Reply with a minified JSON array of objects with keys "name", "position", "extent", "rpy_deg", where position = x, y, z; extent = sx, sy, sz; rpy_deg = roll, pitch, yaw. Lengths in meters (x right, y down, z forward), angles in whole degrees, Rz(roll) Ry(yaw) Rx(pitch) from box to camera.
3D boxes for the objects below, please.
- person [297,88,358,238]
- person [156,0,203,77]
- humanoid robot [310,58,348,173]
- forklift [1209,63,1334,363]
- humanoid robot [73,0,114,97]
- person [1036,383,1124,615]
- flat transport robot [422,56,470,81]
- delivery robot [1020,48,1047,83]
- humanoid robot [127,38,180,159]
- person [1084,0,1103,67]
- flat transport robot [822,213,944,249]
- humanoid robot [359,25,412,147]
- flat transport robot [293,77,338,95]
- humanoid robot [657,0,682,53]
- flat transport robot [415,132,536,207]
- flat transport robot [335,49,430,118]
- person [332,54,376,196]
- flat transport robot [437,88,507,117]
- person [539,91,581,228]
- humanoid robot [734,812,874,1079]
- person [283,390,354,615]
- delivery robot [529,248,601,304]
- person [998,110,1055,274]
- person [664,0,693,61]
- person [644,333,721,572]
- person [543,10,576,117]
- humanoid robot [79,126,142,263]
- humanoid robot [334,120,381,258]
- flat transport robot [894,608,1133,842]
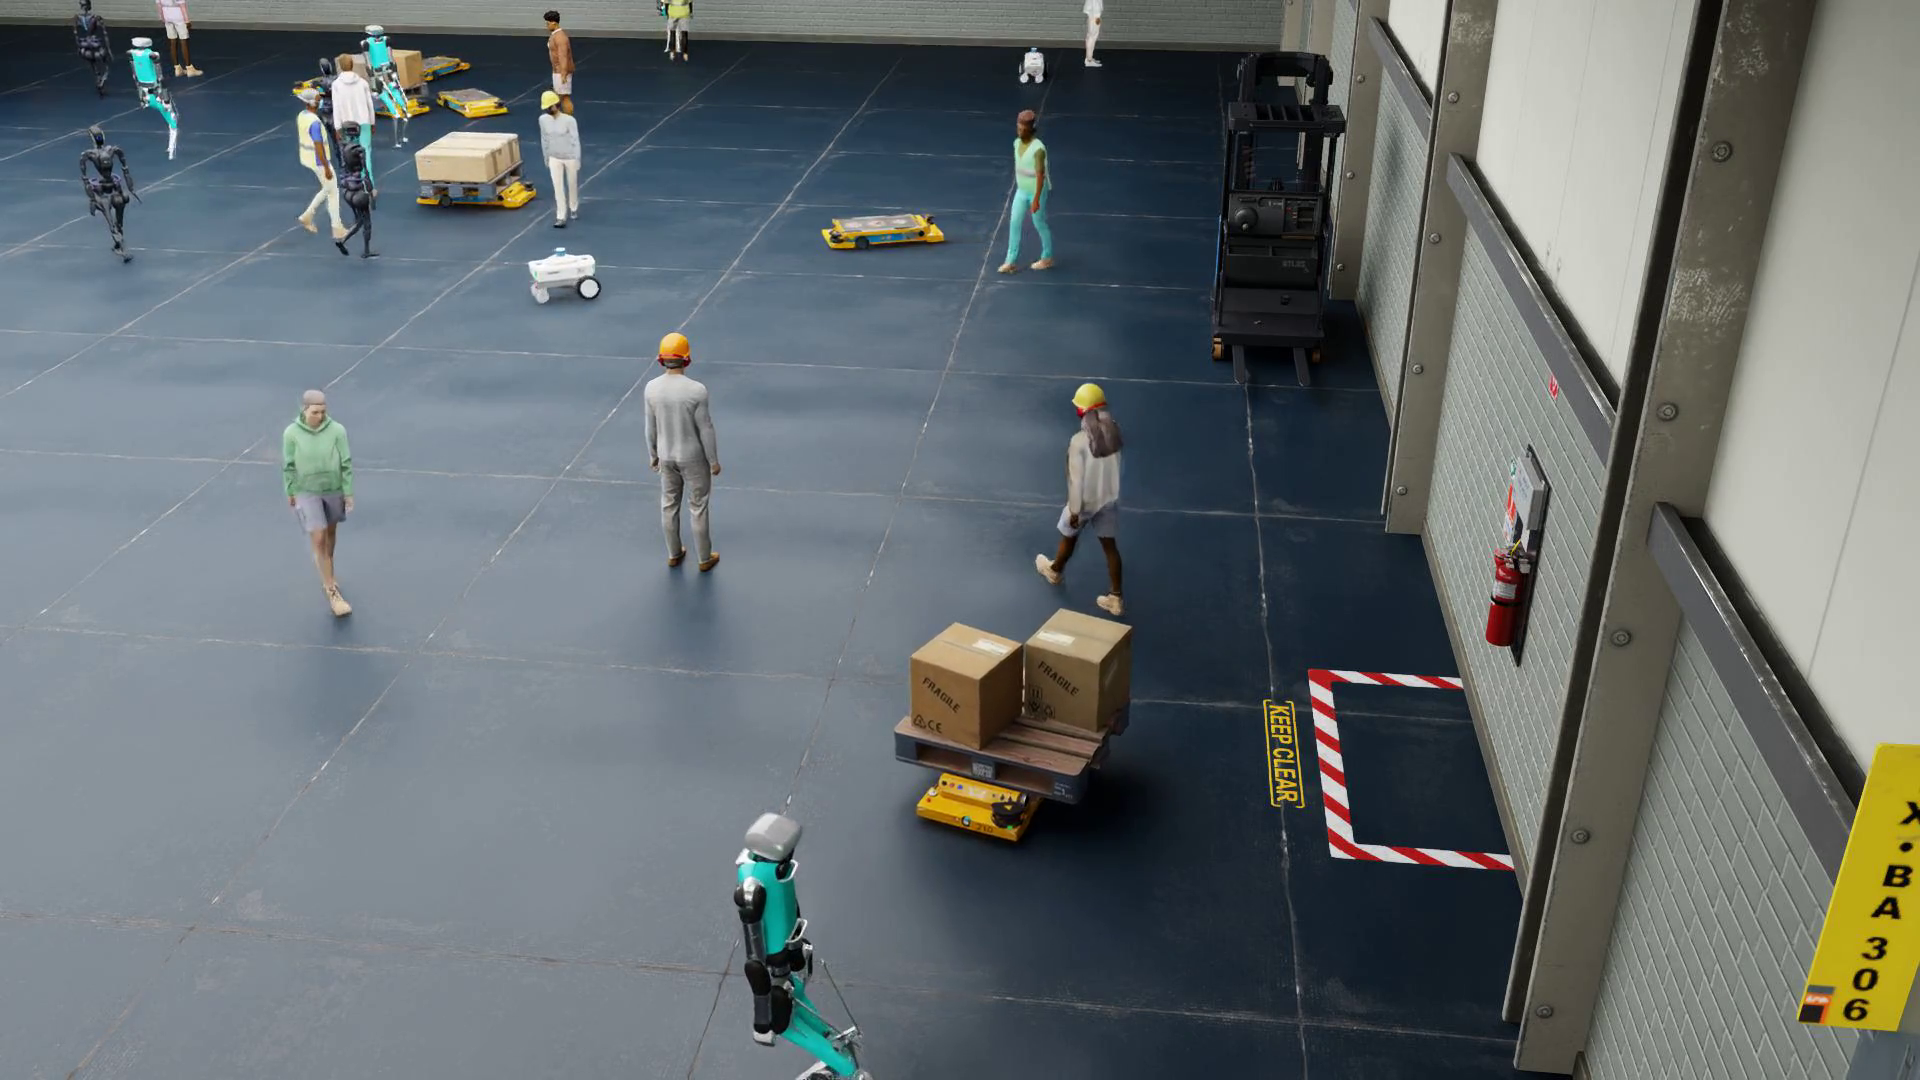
[{"name":"person","position":[-7.965,-4.658,20.645],"extent":[0.570,1.875,0.562],"rpy_deg":[-19,32,-33]},{"name":"person","position":[-14.088,-9.372,29.880],"extent":[0.605,2.037,0.379],"rpy_deg":[9,28,17]},{"name":"humanoid robot","position":[-8.864,-6.033,23.615],"extent":[0.588,1.634,0.421],"rpy_deg":[-16,31,-29]},{"name":"forklift","position":[3.241,-3.477,17.183],"extent":[1.129,2.768,1.873],"rpy_deg":[3,27,6]},{"name":"humanoid robot","position":[-14.769,-8.349,28.249],"extent":[0.603,1.644,0.521],"rpy_deg":[0,27,0]},{"name":"person","position":[0.950,-0.343,12.209],"extent":[0.555,1.707,0.941],"rpy_deg":[-16,31,-29]},{"name":"flat transport robot","position":[-9.605,-8.556,30.220],"extent":[0.659,0.231,1.431],"rpy_deg":[9,28,17]},{"name":"delivery robot","position":[1.315,-8.516,29.836],"extent":[0.519,0.609,0.780],"rpy_deg":[1,27,1]},{"name":"humanoid robot","position":[-11.761,-6.523,24.586],"extent":[0.551,1.831,0.759],"rpy_deg":[8,28,16]},{"name":"person","position":[2.476,-9.739,30.797],"extent":[0.380,1.870,0.498],"rpy_deg":[-1,27,-1]},{"name":"flat transport robot","position":[-0.975,-3.870,20.865],"extent":[1.431,0.231,0.659],"rpy_deg":[-6,27,-13]},{"name":"humanoid robot","position":[-8.562,-6.842,25.188],"extent":[0.797,1.799,0.531],"rpy_deg":[15,31,28]},{"name":"flat transport robot","position":[-10.719,-7.819,28.748],"extent":[1.431,0.231,0.659],"rpy_deg":[8,28,15]},{"name":"humanoid robot","position":[-5.519,-10.252,31.973],"extent":[0.604,1.783,0.812],"rpy_deg":[4,27,8]},{"name":"flat transport robot","position":[-6.544,-4.694,22.509],"extent":[1.431,0.231,0.659],"rpy_deg":[3,27,6]},{"name":"flat transport robot","position":[-9.526,-7.194,27.499],"extent":[1.431,0.231,0.659],"rpy_deg":[15,30,27]},{"name":"person","position":[-8.246,-5.660,22.678],"extent":[0.545,1.866,0.968],"rpy_deg":[-8,28,-15]},{"name":"flat transport robot","position":[-8.130,-7.272,27.656],"extent":[0.659,0.231,1.431],"rpy_deg":[-18,32,-32]},{"name":"person","position":[-5.089,-4.869,21.243],"extent":[0.542,1.702,0.866],"rpy_deg":[1,27,2]},{"name":"humanoid robot","position":[-0.612,2.038,7.452],"extent":[0.877,1.782,0.556],"rpy_deg":[6,27,11]},{"name":"person","position":[-4.648,-0.302,12.152],"extent":[0.471,1.680,0.843],"rpy_deg":[-16,31,-28]},{"name":"delivery robot","position":[-4.473,-3.009,18.813],"extent":[0.764,0.582,0.499],"rpy_deg":[-11,29,-21]},{"name":"person","position":[0.790,-4.038,19.341],"extent":[0.951,1.931,0.512],"rpy_deg":[-23,35,-38]},{"name":"person","position":[-5.270,-9.862,31.238],"extent":[0.551,1.697,0.382],"rpy_deg":[-3,27,-6]},{"name":"person","position":[-2.106,-0.658,12.649],"extent":[0.569,1.889,0.389],"rpy_deg":[7,27,13]},{"name":"person","position":[-6.224,-7.338,26.031],"extent":[0.410,1.843,0.798],"rpy_deg":[-11,28,-20]},{"name":"humanoid robot","position":[-10.162,-4.158,19.927],"extent":[0.812,1.621,0.605],"rpy_deg":[22,34,37]},{"name":"humanoid robot","position":[-7.300,-4.177,19.907],"extent":[0.589,1.638,0.509],"rpy_deg":[22,34,36]},{"name":"flat transport robot","position":[0.321,1.356,10.432],"extent":[0.659,0.231,1.431],"rpy_deg":[11,29,21]}]
